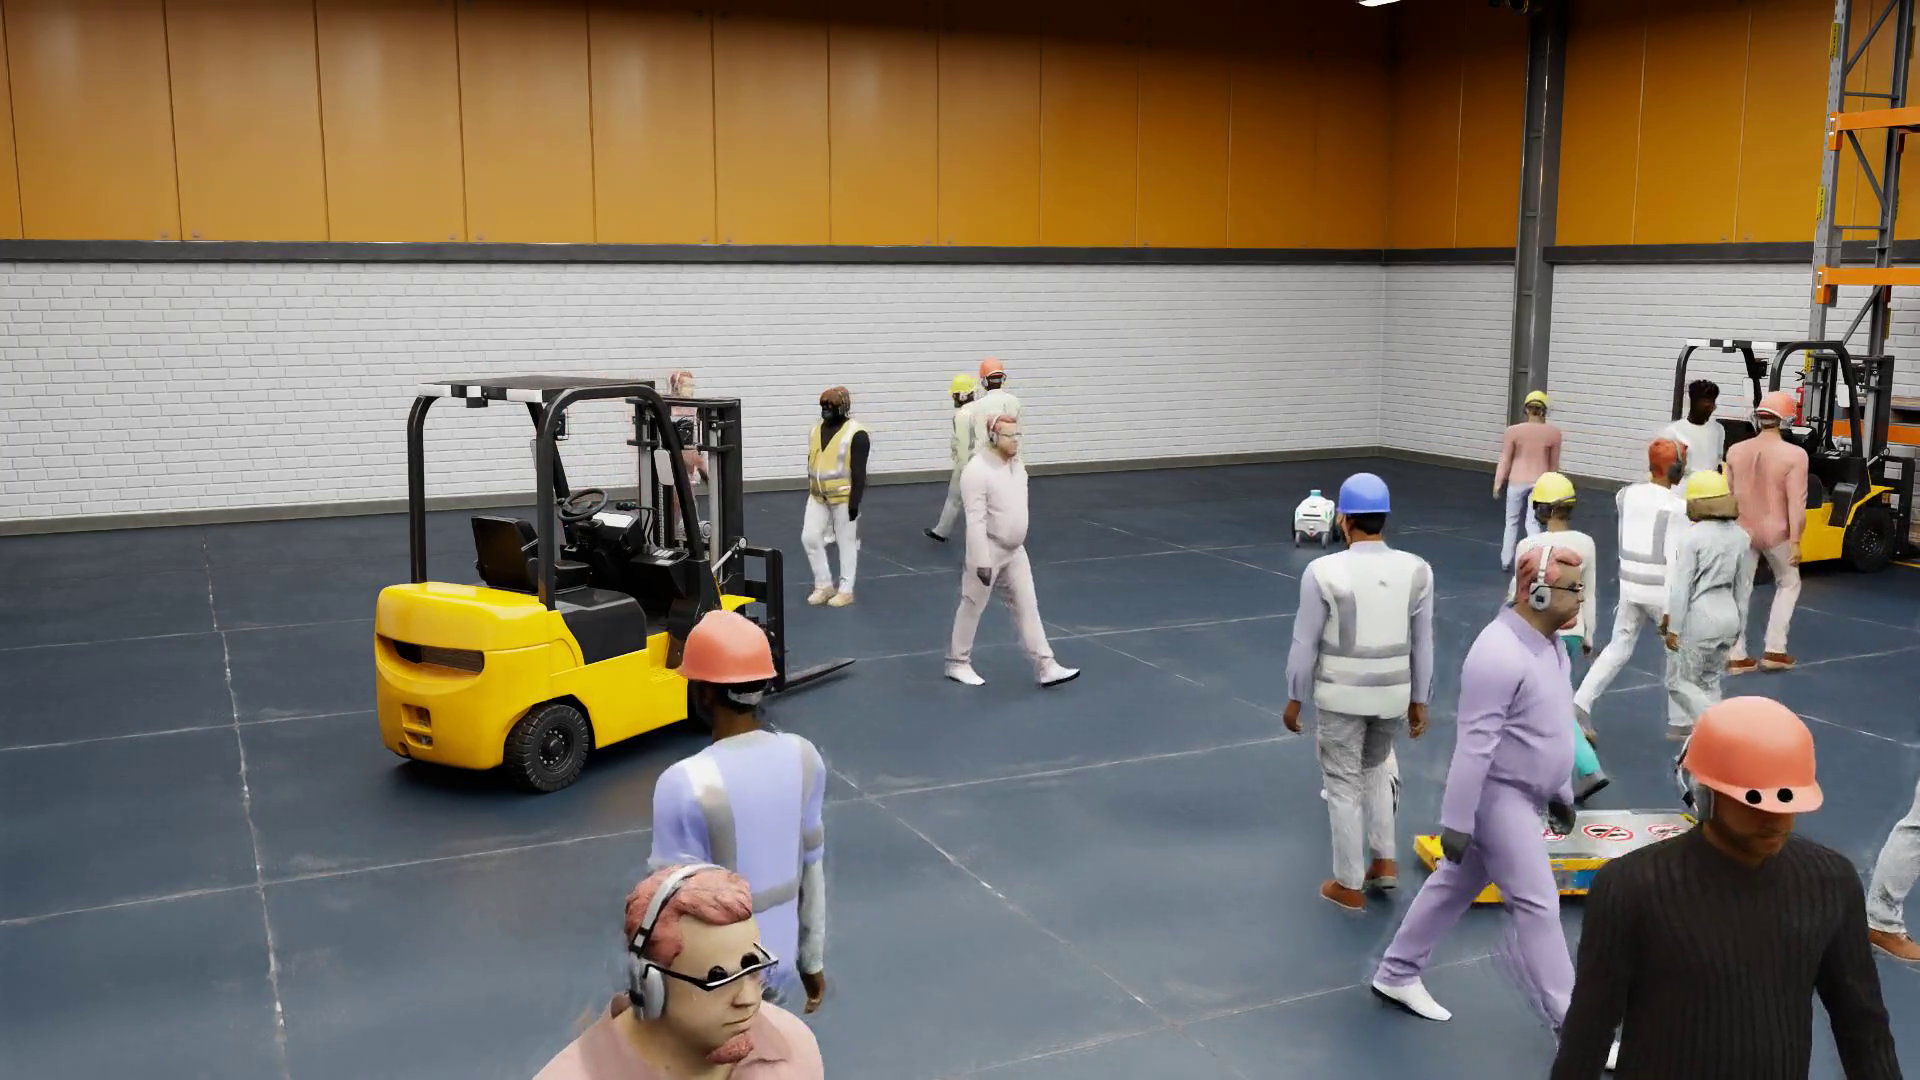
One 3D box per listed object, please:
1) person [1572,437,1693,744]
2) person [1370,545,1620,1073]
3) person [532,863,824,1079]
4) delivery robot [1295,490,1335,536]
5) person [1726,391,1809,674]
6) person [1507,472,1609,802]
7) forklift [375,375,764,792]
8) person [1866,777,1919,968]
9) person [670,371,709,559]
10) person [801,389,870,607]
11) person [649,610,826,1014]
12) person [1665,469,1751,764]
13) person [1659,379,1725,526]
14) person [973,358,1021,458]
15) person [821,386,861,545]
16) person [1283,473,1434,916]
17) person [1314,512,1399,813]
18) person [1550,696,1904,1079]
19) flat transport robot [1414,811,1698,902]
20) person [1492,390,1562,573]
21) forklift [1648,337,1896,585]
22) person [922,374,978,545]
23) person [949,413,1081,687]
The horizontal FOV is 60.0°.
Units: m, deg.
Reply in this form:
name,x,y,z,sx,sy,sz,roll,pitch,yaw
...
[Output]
name,x,y,z,sx,sy,sz,roll,pitch,yaw
person,4.017,0.308,9.804,0.958,1.844,0.578,-4,10,-25
person,1.967,0.923,5.977,1.016,1.851,0.653,5,11,30
person,-0.419,1.430,2.662,0.419,1.892,0.672,8,12,39
delivery robot,3.647,-0.271,17.072,0.477,0.478,0.707,3,10,17
person,5.635,-0.048,11.599,0.686,1.967,0.650,-6,11,-34
person,3.213,0.502,8.926,0.535,1.728,0.872,-4,10,-26
forklift,-2.268,0.149,9.685,1.214,2.155,2.313,6,11,32
person,4.068,0.823,6.456,0.655,1.884,1.021,-7,12,-38
person,-2.549,-0.653,15.679,0.971,1.855,0.672,2,9,15
person,-1.072,-0.338,13.816,0.641,1.828,0.538,6,11,34
person,-0.572,1.134,4.500,0.949,1.901,0.553,7,12,39
person,4.149,0.477,9.132,0.483,1.725,0.539,-4,10,-23
person,5.970,-0.375,13.734,0.606,1.937,0.735,-3,10,-20
person,0.320,-0.720,15.712,0.398,1.988,0.613,8,12,42
person,-1.240,-0.756,17.032,0.270,1.632,0.508,-8,12,-41
person,1.725,0.671,7.276,0.610,1.933,0.474,-3,10,-17
person,2.039,0.625,8.486,0.525,1.621,0.611,-1,9,-4
person,1.645,1.271,3.534,0.635,1.924,1.079,-2,9,-11
flat transport robot,2.894,1.438,7.635,1.431,0.197,0.652,0,9,-3
person,5.179,-0.500,15.180,0.582,1.715,0.759,1,9,8
forklift,7.551,-0.789,15.507,2.313,2.155,1.214,-4,10,-25
person,0.073,-0.785,16.785,0.983,1.769,0.593,7,11,37
person,0.315,0.090,11.096,0.978,1.856,0.678,7,12,38
